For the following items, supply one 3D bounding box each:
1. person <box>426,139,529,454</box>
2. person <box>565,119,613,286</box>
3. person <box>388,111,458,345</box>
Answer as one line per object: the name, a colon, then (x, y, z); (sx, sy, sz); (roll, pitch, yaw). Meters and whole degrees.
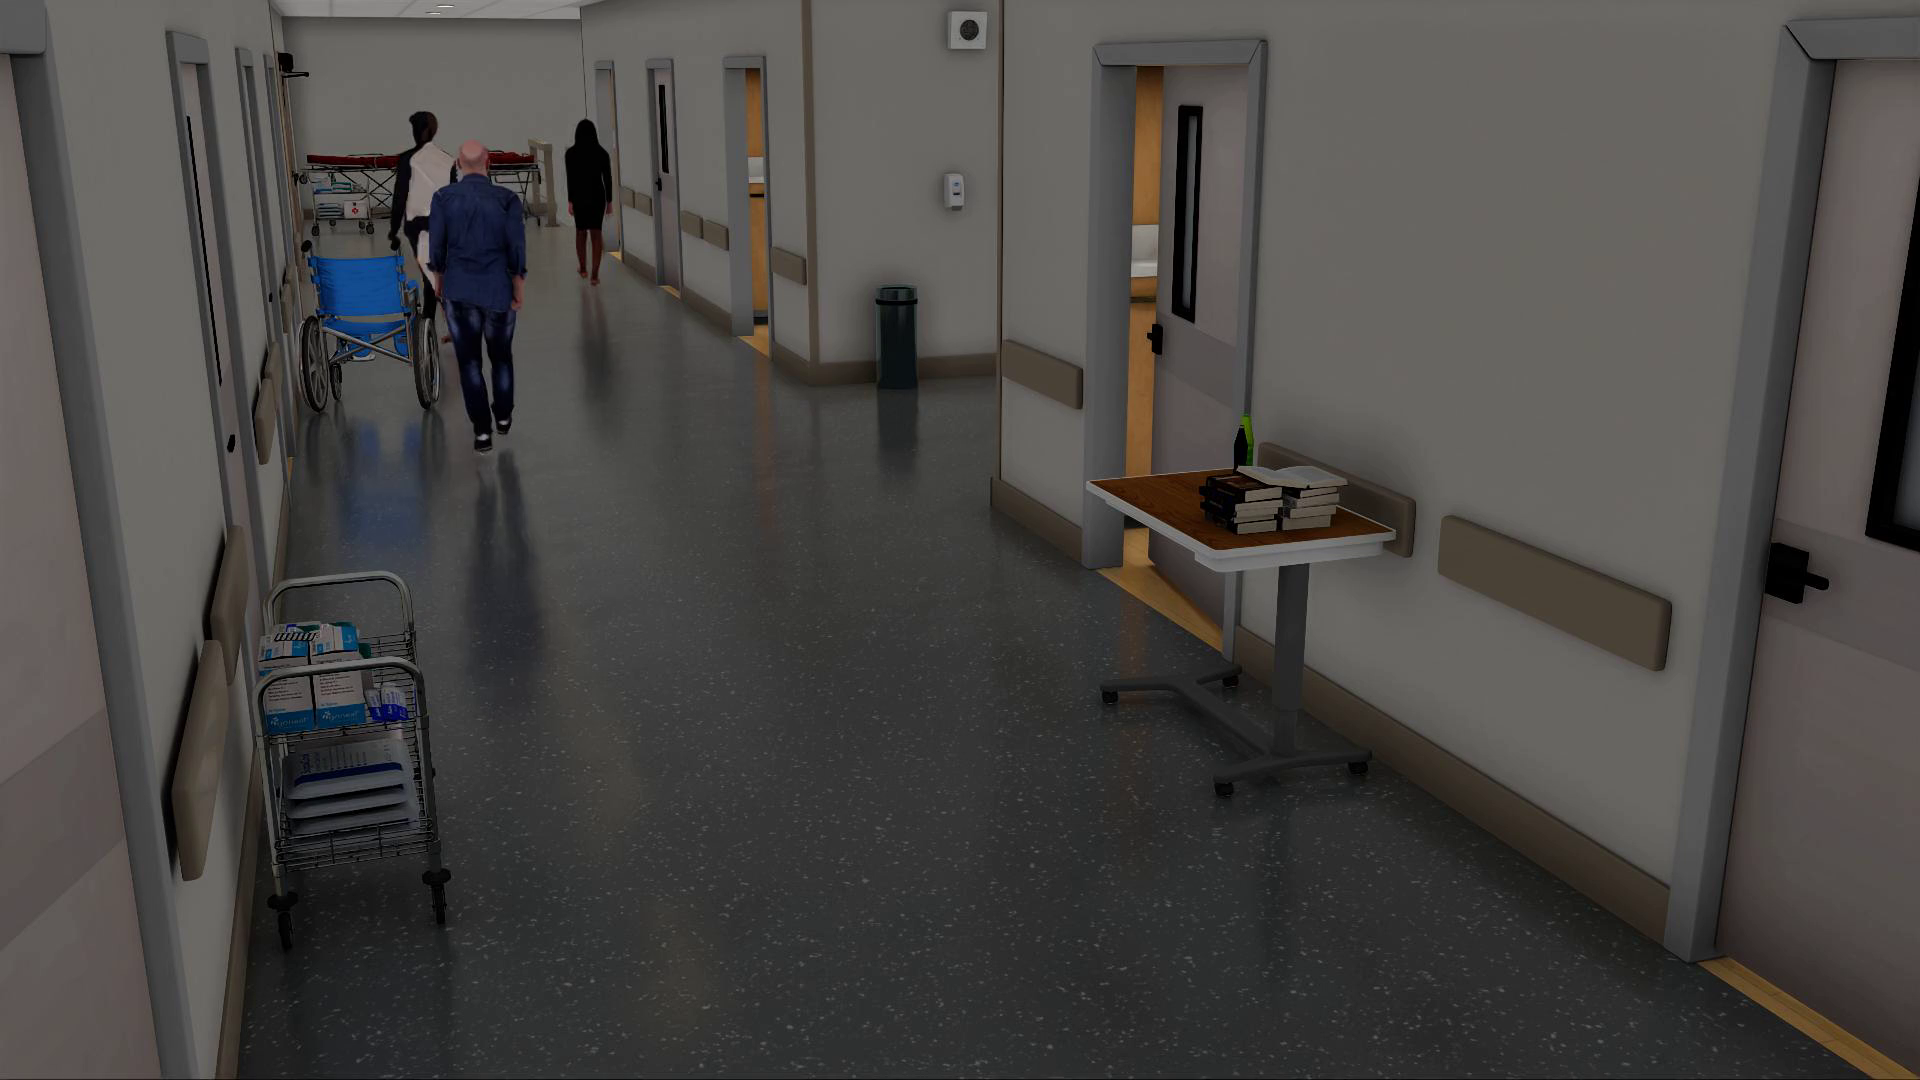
person: (-2.788, -1.364, 9.648); (0.724, 1.779, 1.143); (-5, 17, -17)
person: (-3.868, -3.500, 17.395); (0.665, 1.686, 1.060); (-4, 16, -15)
person: (-4.275, -2.495, 13.522); (1.299, 1.853, 1.094); (13, 20, 38)
